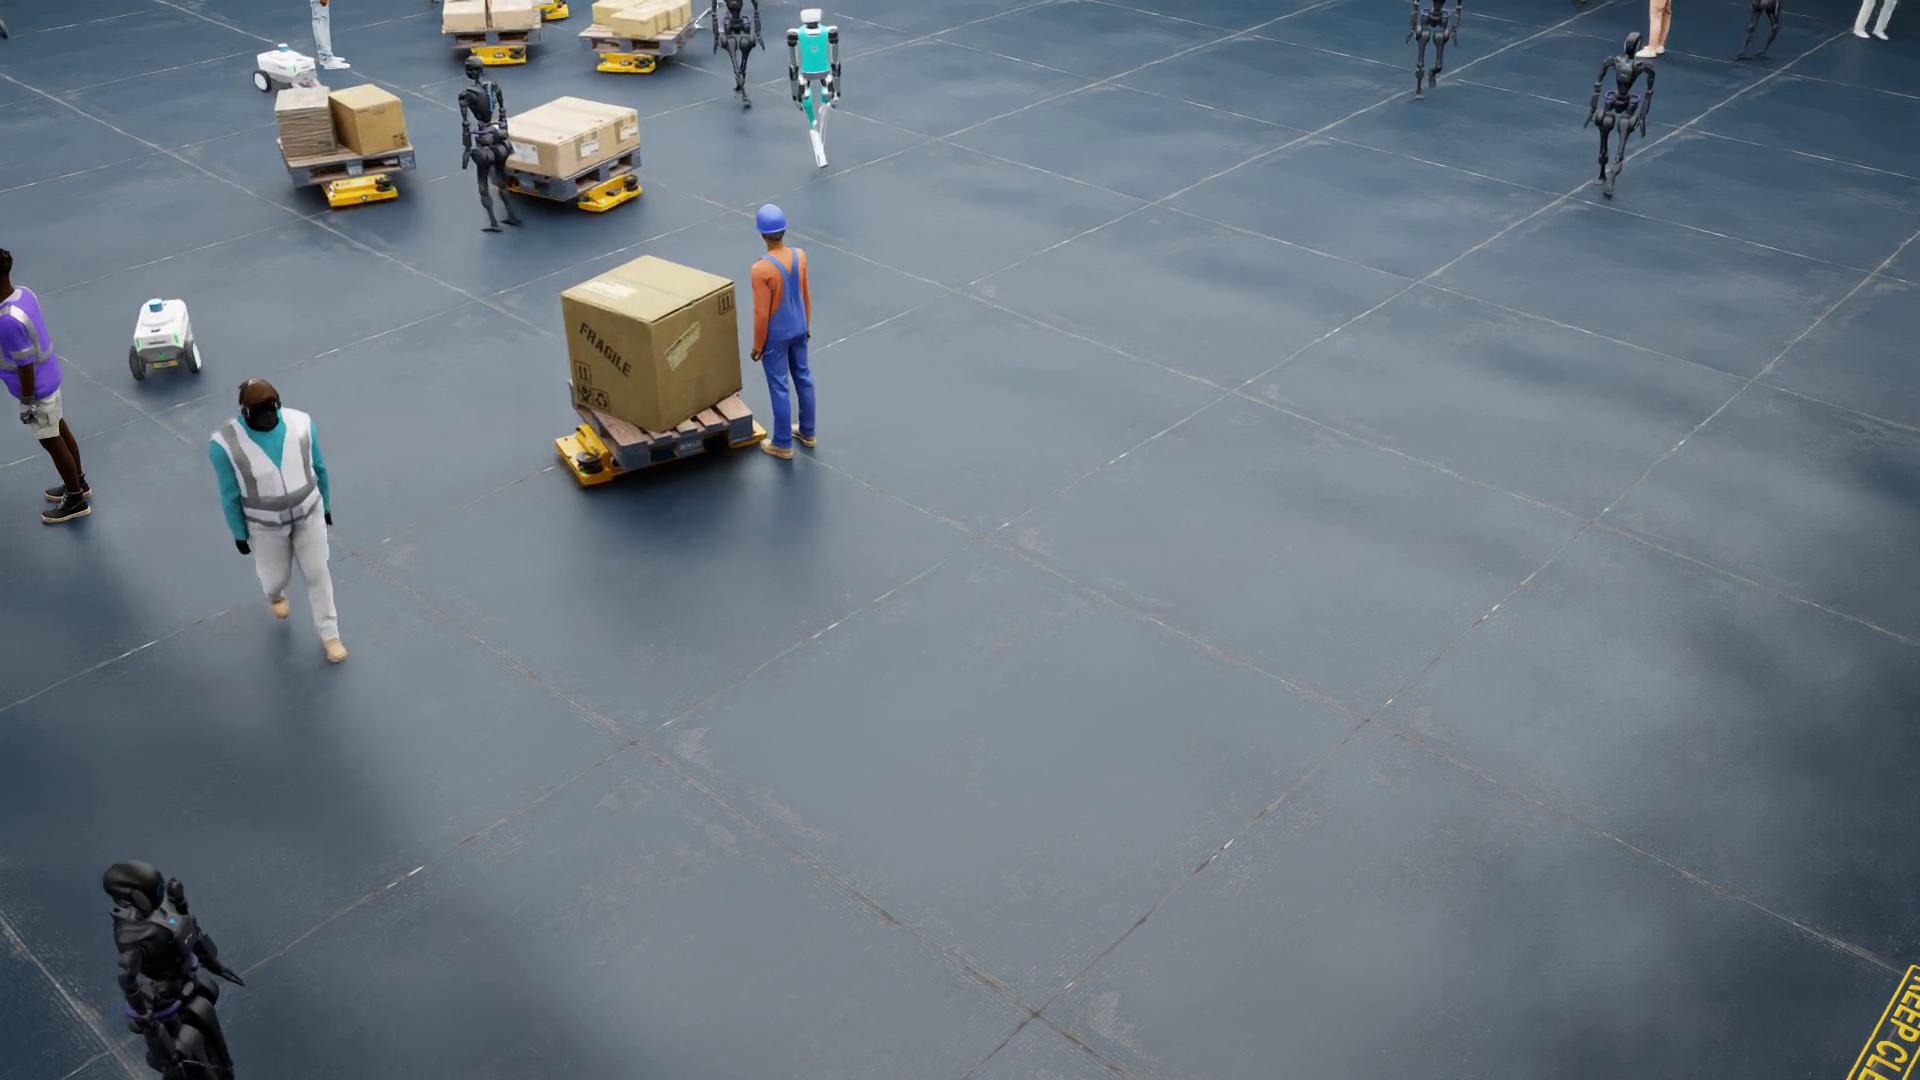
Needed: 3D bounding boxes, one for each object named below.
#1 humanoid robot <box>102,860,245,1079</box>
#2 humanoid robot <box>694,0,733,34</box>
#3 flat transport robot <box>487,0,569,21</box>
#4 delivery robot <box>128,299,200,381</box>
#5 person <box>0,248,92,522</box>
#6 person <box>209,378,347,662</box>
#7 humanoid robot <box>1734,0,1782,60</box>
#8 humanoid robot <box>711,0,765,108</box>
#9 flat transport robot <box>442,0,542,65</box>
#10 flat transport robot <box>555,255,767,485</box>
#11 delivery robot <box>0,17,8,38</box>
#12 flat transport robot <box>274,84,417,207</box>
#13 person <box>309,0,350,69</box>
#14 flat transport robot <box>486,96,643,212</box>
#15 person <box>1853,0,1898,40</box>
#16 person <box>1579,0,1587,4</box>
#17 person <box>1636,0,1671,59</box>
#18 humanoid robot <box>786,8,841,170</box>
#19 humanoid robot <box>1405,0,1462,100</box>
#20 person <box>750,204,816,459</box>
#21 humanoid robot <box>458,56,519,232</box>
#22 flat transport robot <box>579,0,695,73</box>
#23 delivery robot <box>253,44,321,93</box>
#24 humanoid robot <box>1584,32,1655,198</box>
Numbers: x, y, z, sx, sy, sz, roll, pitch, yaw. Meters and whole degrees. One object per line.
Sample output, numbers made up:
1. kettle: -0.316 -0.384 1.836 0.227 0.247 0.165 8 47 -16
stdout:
1. humanoid robot: -3.195 1.904 6.755 0.422 1.649 0.600 -1 32 -2
2. humanoid robot: -3.240 -7.586 21.998 0.886 1.784 0.562 -1 32 -1
3. flat transport robot: -6.151 -7.328 22.954 1.431 0.231 0.659 -8 33 -12
4. delivery robot: -6.499 -1.670 13.566 0.499 0.589 0.785 -9 33 -15
5. person: -6.282 -1.060 11.255 0.368 1.965 0.605 -10 33 -16
6. person: -4.048 -0.153 9.926 0.634 1.826 0.682 -21 38 -30
7. humanoid robot: 10.154 -6.841 20.841 0.530 1.646 0.615 -4 32 -6
8. humanoid robot: -2.578 -5.894 19.365 0.608 1.626 0.703 -4 32 -6
9. flat transport robot: -5.997 -6.407 21.471 0.659 0.231 1.431 -6 32 -10
10. flat transport robot: -2.240 -0.795 12.434 1.431 0.231 0.659 -17 35 -25
11. delivery robot: -13.003 -6.927 22.029 0.499 0.586 0.773 -22 38 -31
12. flat transport robot: -6.341 -3.812 17.293 0.659 0.231 1.431 -15 35 -23
13. person: -7.959 -6.821 20.576 0.399 1.919 0.589 -14 34 -21
14. flat transport robot: -4.023 -3.657 17.042 1.431 0.231 0.659 16 35 24
15. person: 12.062 -7.334 21.688 0.535 1.598 0.561 -13 34 -21
16. person: 8.893 -8.602 23.473 0.683 1.880 0.776 3 32 4
17. person: 8.875 -7.047 20.982 0.526 1.871 0.366 -27 41 -36
18. humanoid robot: -1.521 -4.735 17.381 0.546 1.725 1.043 -4 32 -7
19. humanoid robot: 5.562 -6.046 19.549 0.593 1.644 0.471 6 32 10
20. person: -1.290 -1.496 12.011 0.372 1.907 0.514 28 41 37
21. humanoid robot: -4.520 -3.798 15.936 0.334 1.650 0.611 18 36 26
22. flat transport robot: -4.074 -6.236 21.196 0.659 0.231 1.431 5 32 7
23. delivery robot: -8.080 -5.652 19.976 0.782 0.586 0.499 18 36 26
24. humanoid robot: 6.630 -4.300 16.776 0.612 1.622 0.770 16 35 24
